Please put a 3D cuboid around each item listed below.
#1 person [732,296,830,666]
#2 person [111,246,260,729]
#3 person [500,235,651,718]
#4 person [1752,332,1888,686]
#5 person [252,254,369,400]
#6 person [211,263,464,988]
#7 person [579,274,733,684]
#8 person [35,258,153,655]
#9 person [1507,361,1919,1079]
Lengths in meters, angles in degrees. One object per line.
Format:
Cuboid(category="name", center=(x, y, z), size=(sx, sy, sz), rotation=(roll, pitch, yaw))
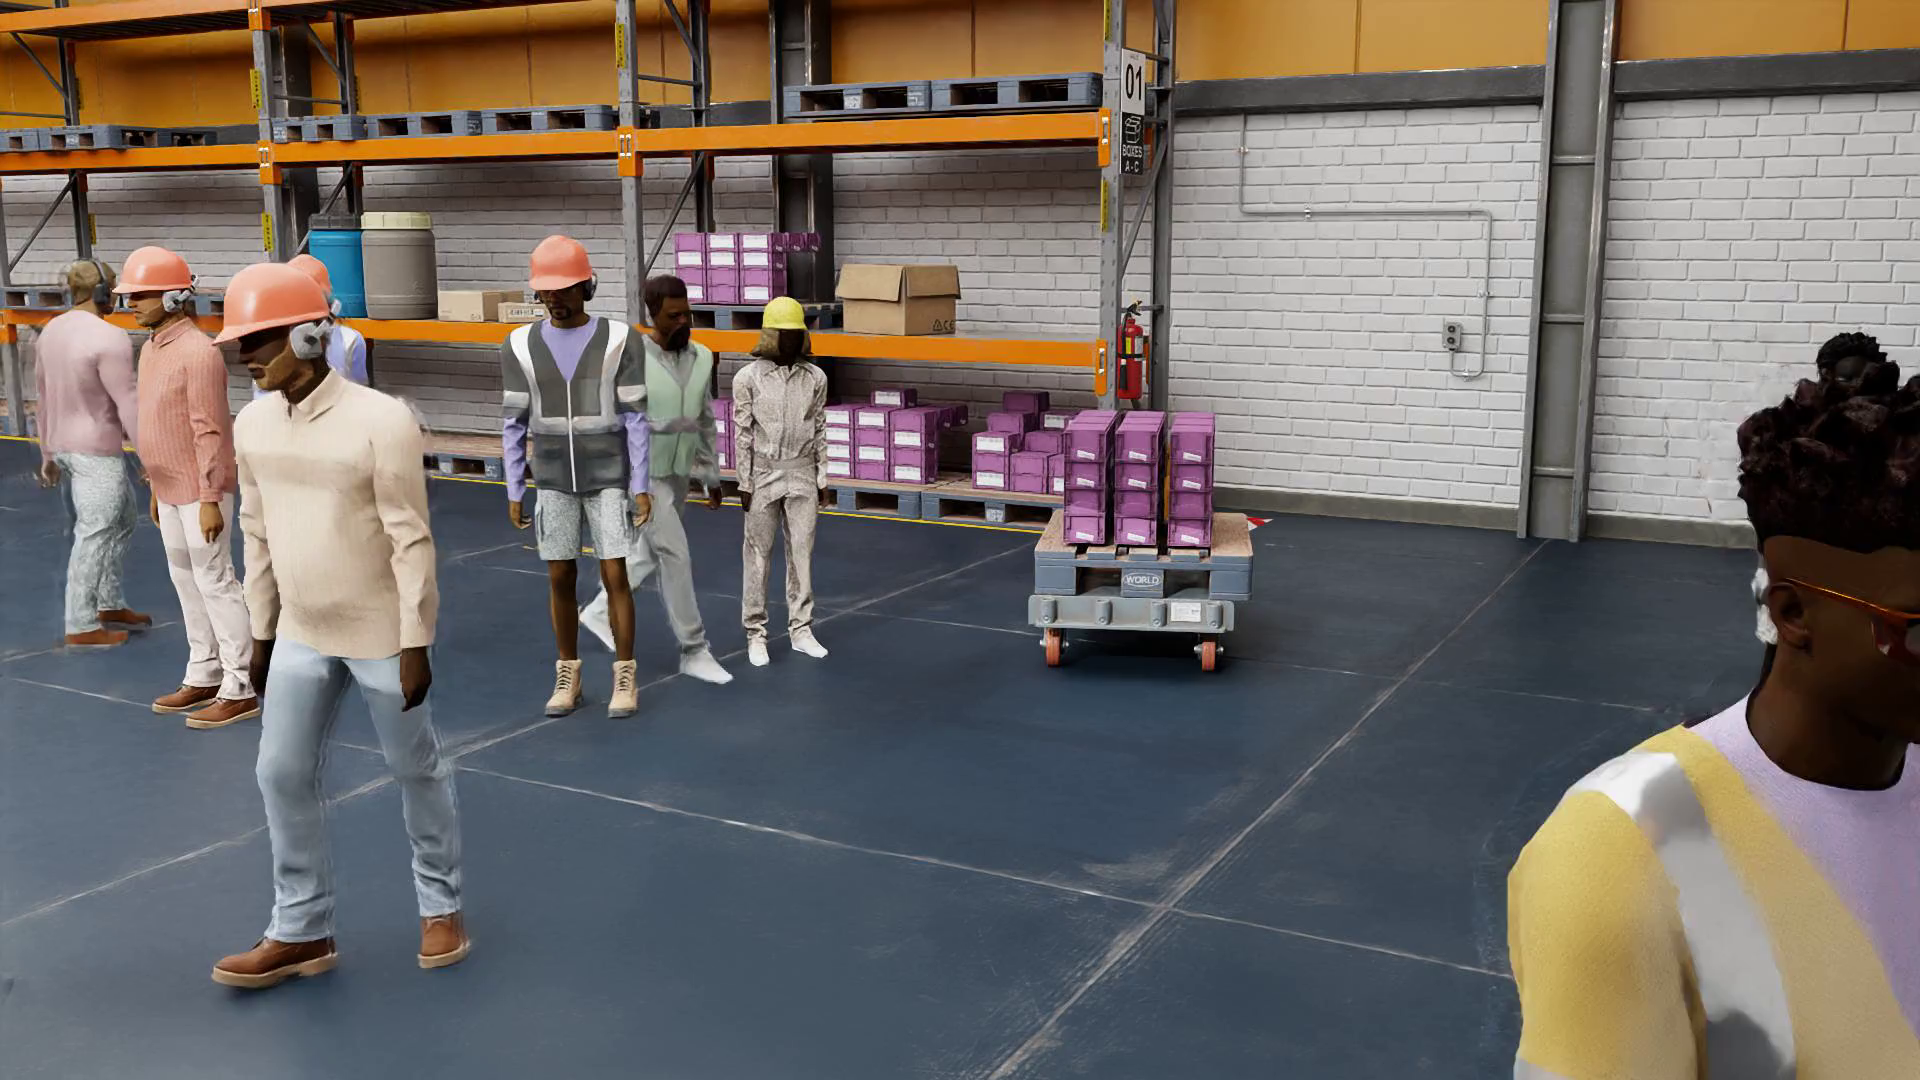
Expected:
Cuboid(category="person", center=(-0.837, -0.280, 7.924), size=(0.484, 1.745, 0.293), rotation=(-6, 12, -30))
Cuboid(category="person", center=(-3.227, -0.212, 6.903), size=(0.611, 1.985, 0.415), rotation=(9, 14, 42))
Cuboid(category="person", center=(-1.611, -0.250, 6.990), size=(0.620, 2.028, 0.410), rotation=(0, 10, -1))
Cuboid(category="person", center=(3.066, 0.117, 5.869), size=(0.529, 1.697, 0.321), rotation=(2, 11, 11))
Cuboid(category="person", center=(-3.171, -0.432, 8.225), size=(0.552, 1.935, 0.373), rotation=(-7, 12, -34))
Cuboid(category="person", center=(-1.660, 0.246, 4.466), size=(0.620, 1.955, 0.633), rotation=(3, 11, 17))
Cuboid(category="person", center=(-1.446, -0.304, 7.754), size=(0.987, 1.869, 0.636), rotation=(7, 12, 34))
Cuboid(category="person", center=(-4.229, -0.416, 8.203), size=(0.628, 1.917, 0.691), rotation=(8, 13, 37))
Cuboid(category="person", center=(0.793, 0.795, 1.558), size=(0.631, 1.906, 1.017), rotation=(-4, 11, -19))
